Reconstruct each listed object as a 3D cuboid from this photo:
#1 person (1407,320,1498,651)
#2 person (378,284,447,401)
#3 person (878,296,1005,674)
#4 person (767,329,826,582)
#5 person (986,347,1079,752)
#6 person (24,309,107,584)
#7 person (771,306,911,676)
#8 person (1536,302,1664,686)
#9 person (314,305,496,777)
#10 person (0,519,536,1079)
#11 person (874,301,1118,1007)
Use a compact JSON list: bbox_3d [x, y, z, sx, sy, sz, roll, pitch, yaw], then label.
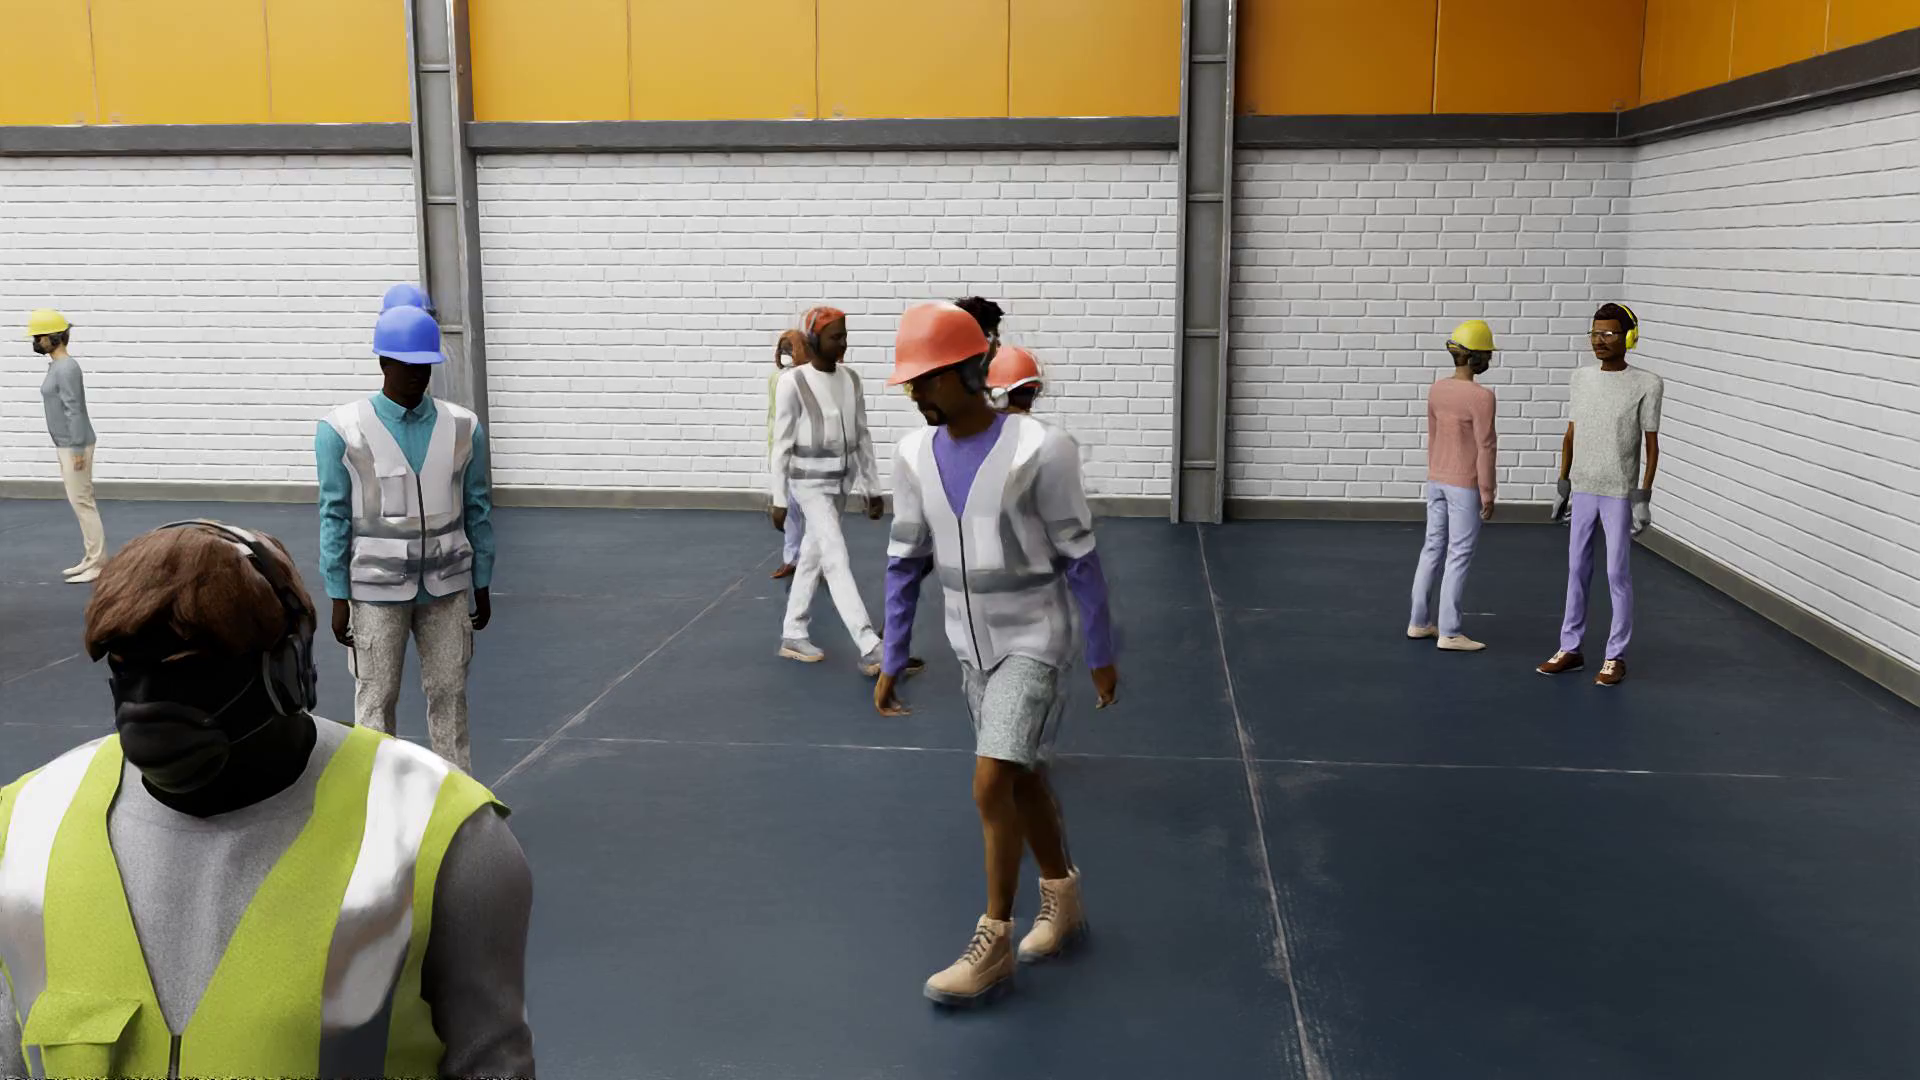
[{"bbox_3d":[2.669,-0.288,8.876,0.339,1.759,0.523,-4,11,-20],"label":"person"},{"bbox_3d":[-3.310,-0.546,9.873,0.589,1.913,0.654,0,10,0],"label":"person"},{"bbox_3d":[0.008,-0.256,8.299,1.045,1.910,0.615,-4,11,-20],"label":"person"},{"bbox_3d":[-1.035,-0.535,10.674,0.497,1.626,0.287,7,12,34],"label":"person"},{"bbox_3d":[0.186,0.091,6.732,0.588,1.737,0.454,-9,13,-42],"label":"person"},{"bbox_3d":[-5.740,-0.600,10.674,0.353,1.757,0.534,-7,12,-35],"label":"person"},{"bbox_3d":[-0.597,-0.240,8.365,0.951,1.832,0.606,7,12,35],"label":"person"},{"bbox_3d":[3.157,-0.223,8.173,0.326,1.874,0.518,-8,13,-40],"label":"person"},{"bbox_3d":[-1.919,0.154,5.828,0.605,1.940,0.415,-7,12,-36],"label":"person"},{"bbox_3d":[-0.803,0.884,1.921,0.625,1.843,0.430,0,10,-1],"label":"person"},{"bbox_3d":[0.081,0.314,4.793,0.629,1.974,0.856,8,13,40],"label":"person"}]
